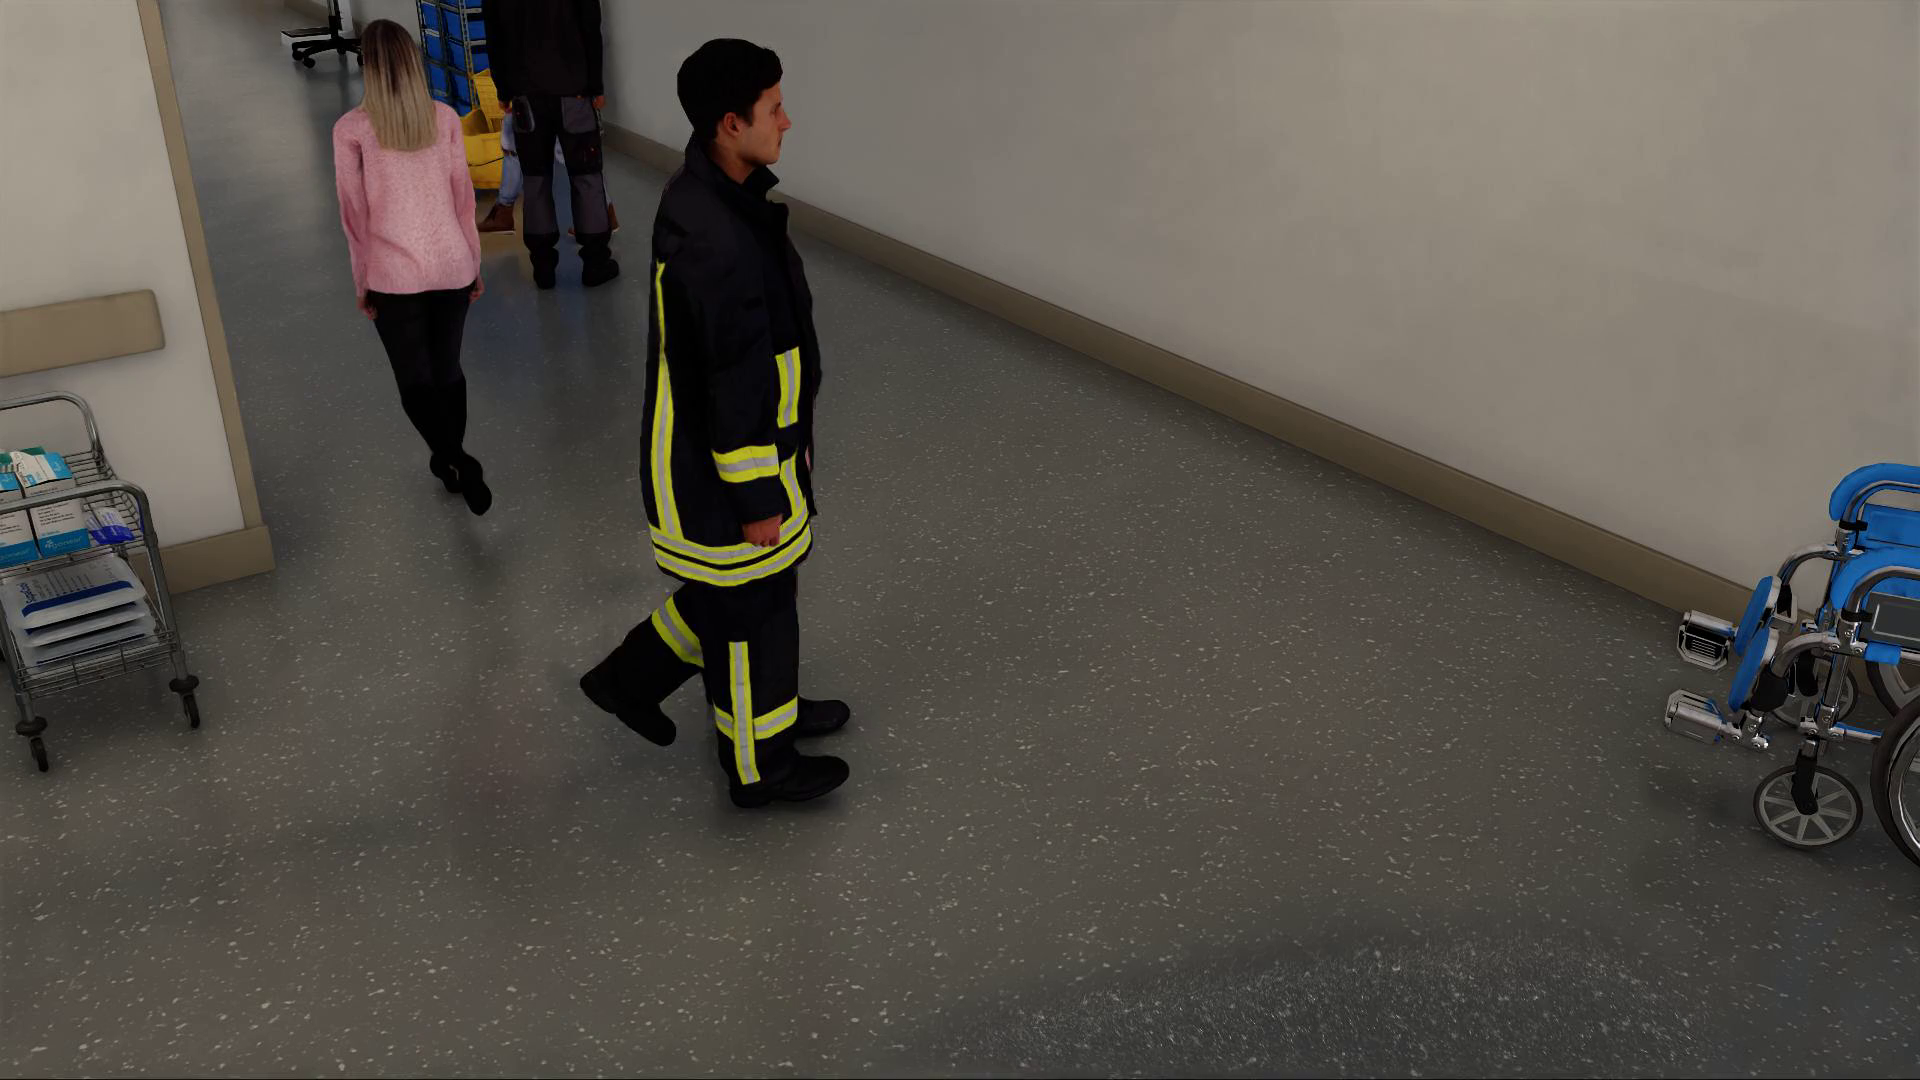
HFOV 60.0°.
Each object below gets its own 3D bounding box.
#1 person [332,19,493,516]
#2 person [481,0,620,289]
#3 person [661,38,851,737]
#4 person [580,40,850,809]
[{"bbox_3d":[-1.790,-0.862,5.609,0.924,1.663,0.667,-15,30,-29],"label":"person"},{"bbox_3d":[-1.993,-2.207,8.073,0.735,1.945,0.854,-2,26,-4],"label":"person"},{"bbox_3d":[-0.570,-0.351,4.336,0.581,1.848,0.661,-14,29,-27],"label":"person"},{"bbox_3d":[-0.631,-0.192,3.931,1.069,1.913,0.985,-4,26,-9],"label":"person"}]
